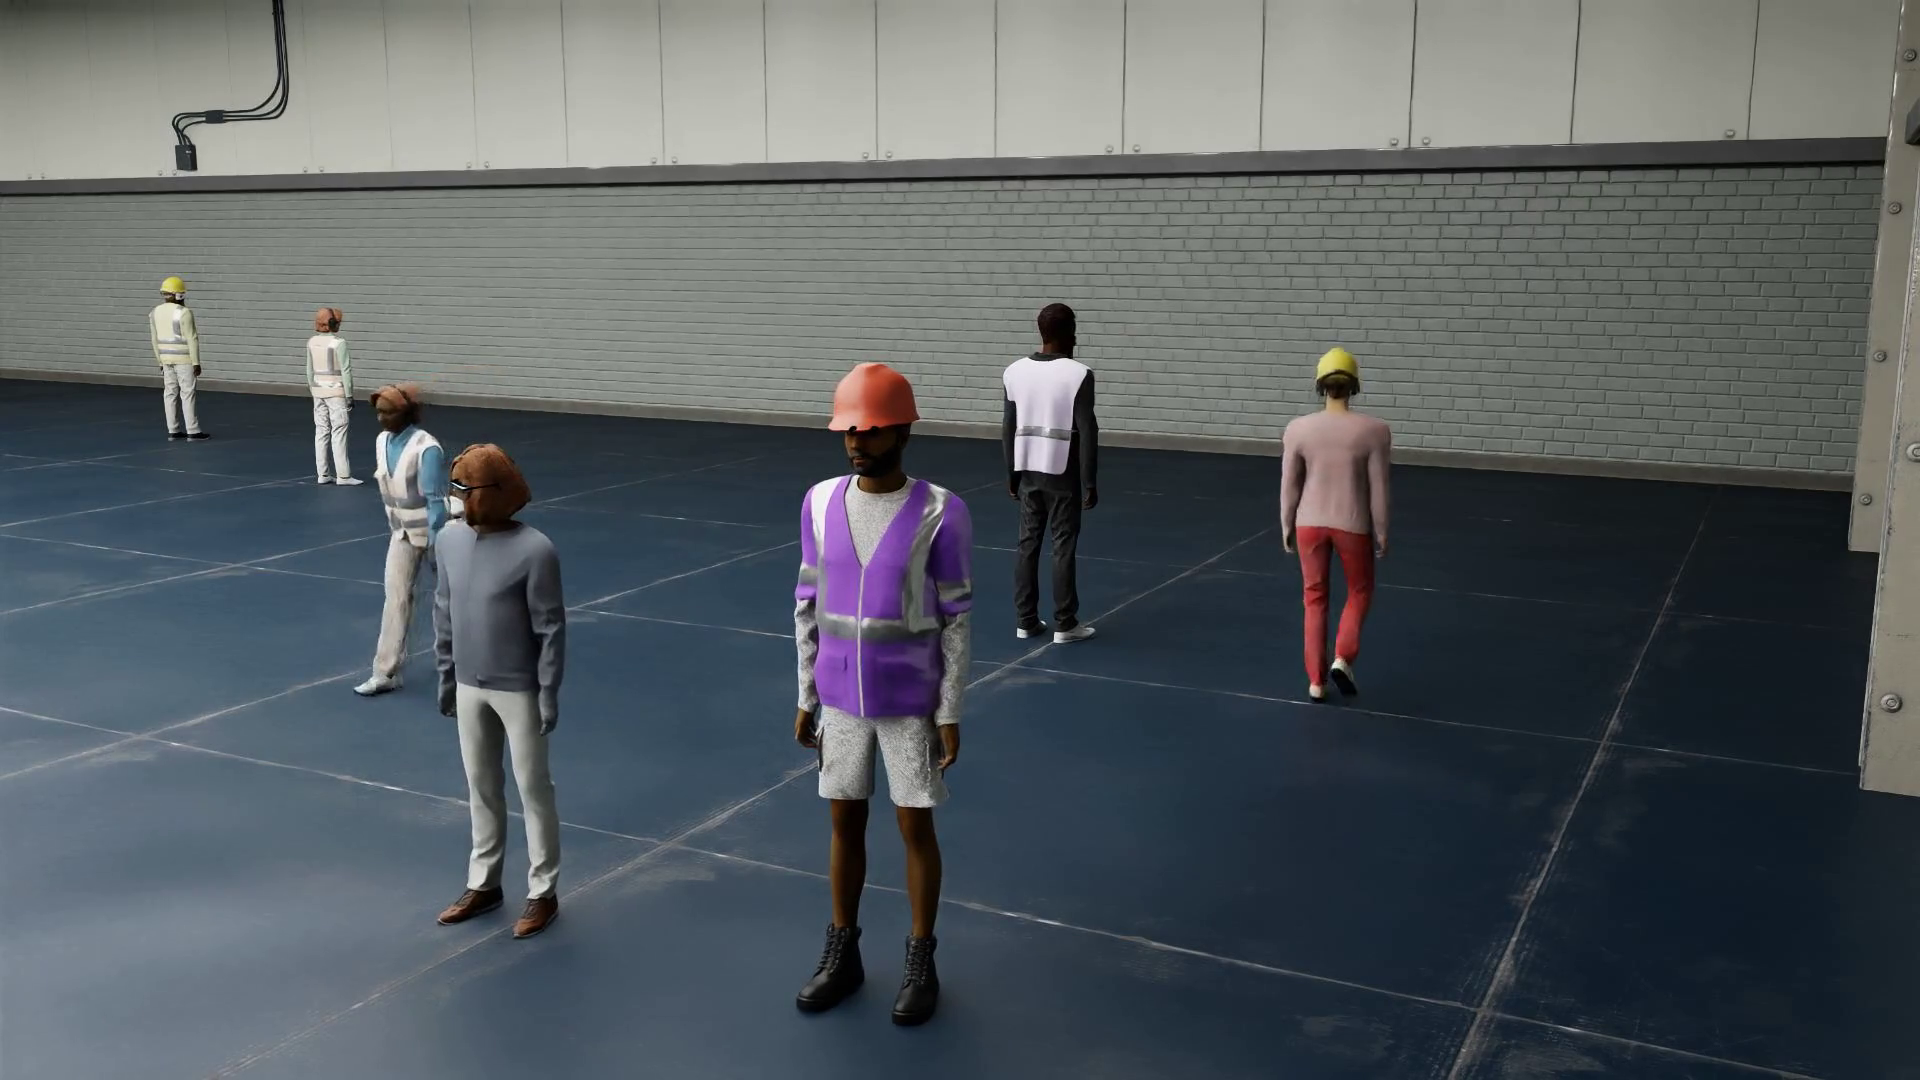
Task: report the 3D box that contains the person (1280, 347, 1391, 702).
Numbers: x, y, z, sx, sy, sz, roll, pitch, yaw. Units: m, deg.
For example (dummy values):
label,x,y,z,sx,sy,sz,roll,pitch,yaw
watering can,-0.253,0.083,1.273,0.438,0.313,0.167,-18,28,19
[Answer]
label,x,y,z,sx,sy,sz,roll,pitch,yaw
person,1.842,-0.069,8.191,0.541,1.751,0.368,4,11,21

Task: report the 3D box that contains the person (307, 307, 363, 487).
label,x,y,z,sx,sy,sz,roll,pitch,yaw
person,-5.773,-1.311,15.287,0.523,1.638,0.311,6,12,28

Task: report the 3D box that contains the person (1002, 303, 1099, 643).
label,x,y,z,sx,sy,sz,roll,pitch,yaw
person,0.506,-0.373,9.416,0.597,1.915,0.370,7,13,34

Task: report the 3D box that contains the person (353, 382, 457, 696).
label,x,y,z,sx,sy,sz,roll,pitch,yaw
person,-2.715,-0.033,8.515,0.521,1.568,0.928,6,12,31

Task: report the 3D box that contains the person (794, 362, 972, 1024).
label,x,y,z,sx,sy,sz,roll,pitch,yaw
person,-0.239,0.452,4.855,0.542,1.939,0.363,4,11,19

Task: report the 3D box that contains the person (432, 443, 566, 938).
label,x,y,z,sx,sy,sz,roll,pitch,yaw
person,-1.517,0.493,5.470,0.501,1.631,0.285,5,11,25

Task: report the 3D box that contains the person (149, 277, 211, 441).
label,x,y,z,sx,sy,sz,roll,pitch,yaw
person,-8.725,-2.016,18.601,0.586,1.834,0.403,4,11,19
